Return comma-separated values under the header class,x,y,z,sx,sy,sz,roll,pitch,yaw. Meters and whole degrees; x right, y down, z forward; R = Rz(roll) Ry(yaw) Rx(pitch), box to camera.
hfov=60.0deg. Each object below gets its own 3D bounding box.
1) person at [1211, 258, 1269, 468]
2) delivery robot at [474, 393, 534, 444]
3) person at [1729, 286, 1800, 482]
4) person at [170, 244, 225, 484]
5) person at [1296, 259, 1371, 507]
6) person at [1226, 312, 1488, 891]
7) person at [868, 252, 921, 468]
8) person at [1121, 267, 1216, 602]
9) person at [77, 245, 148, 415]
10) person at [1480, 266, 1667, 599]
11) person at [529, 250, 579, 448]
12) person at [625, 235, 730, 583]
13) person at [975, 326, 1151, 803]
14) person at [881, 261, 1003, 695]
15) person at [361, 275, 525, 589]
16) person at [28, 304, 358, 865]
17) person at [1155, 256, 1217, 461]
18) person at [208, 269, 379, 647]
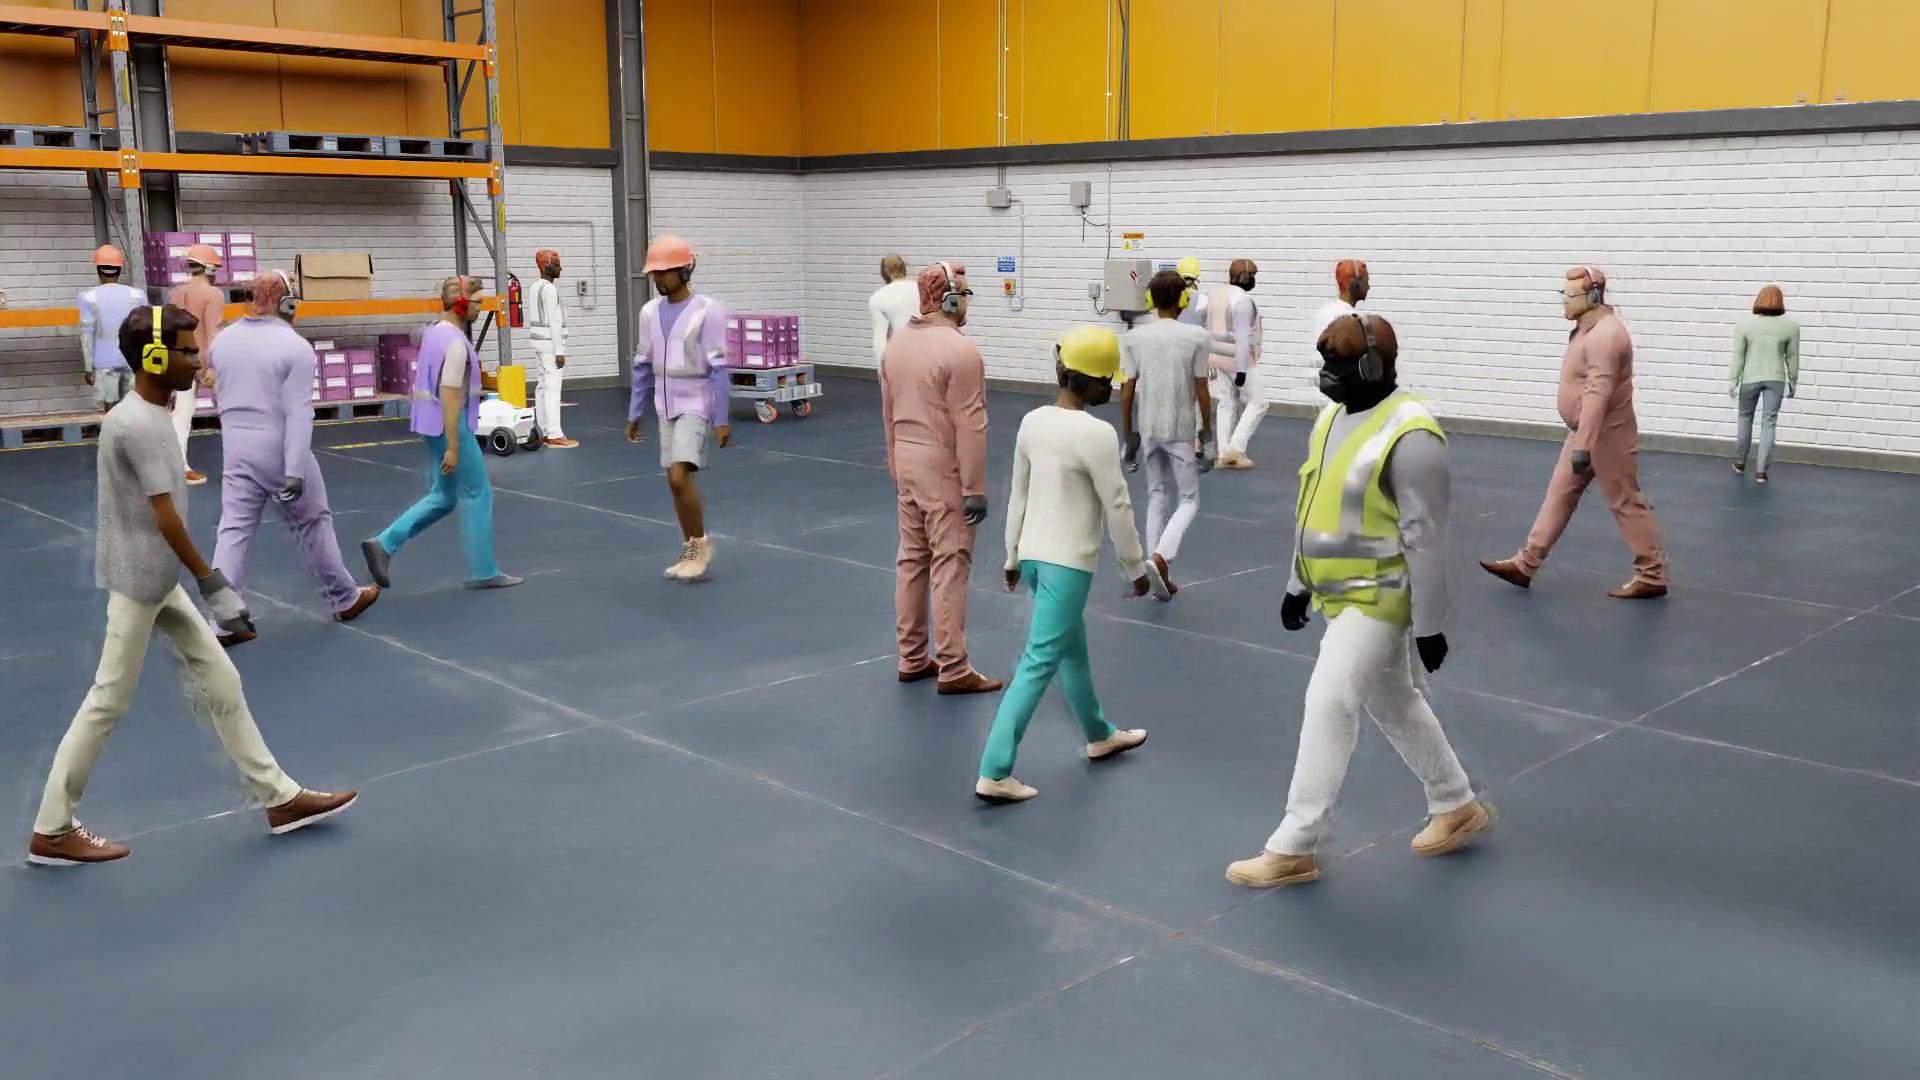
class,x,y,z,sx,sy,sz,roll,pitch,yaw
person,2.416,-1.516,14.399,0.467,1.819,0.621,-3,11,-18
delivery robot,-4.331,-1.127,15.486,0.707,0.478,0.477,4,11,21
person,6.710,-1.312,13.904,0.516,1.599,0.777,5,11,23
person,-6.172,-1.448,13.708,0.642,1.932,1.059,5,11,25
person,2.546,-0.934,11.120,0.438,1.871,0.583,-1,10,-7
person,1.329,0.178,5.279,0.948,1.800,0.626,-2,11,-10
person,-0.385,-1.484,14.077,0.742,1.886,0.961,-5,11,-24
person,1.126,-0.556,9.089,0.539,1.855,0.580,5,12,27
person,-7.099,-1.503,14.019,0.543,1.939,0.362,-7,13,-34
person,3.465,-0.585,9.253,1.040,1.844,0.659,1,10,8
person,-3.912,-1.820,15.899,0.352,1.883,0.580,-7,12,-32
person,-1.649,-0.743,9.658,0.628,2.012,0.542,8,13,36
person,0.382,0.079,6.048,0.912,1.701,0.525,-6,12,-30
person,-0.075,-0.274,7.403,0.400,1.910,0.643,-7,13,-35
person,-2.938,-0.584,9.369,0.783,1.808,0.557,-7,12,-33
person,-2.578,0.148,5.395,1.015,1.804,0.487,-3,11,-17
person,2.040,-1.618,14.924,0.590,1.837,0.403,5,11,25
person,-3.446,-0.426,8.398,0.646,1.849,1.023,3,11,17
